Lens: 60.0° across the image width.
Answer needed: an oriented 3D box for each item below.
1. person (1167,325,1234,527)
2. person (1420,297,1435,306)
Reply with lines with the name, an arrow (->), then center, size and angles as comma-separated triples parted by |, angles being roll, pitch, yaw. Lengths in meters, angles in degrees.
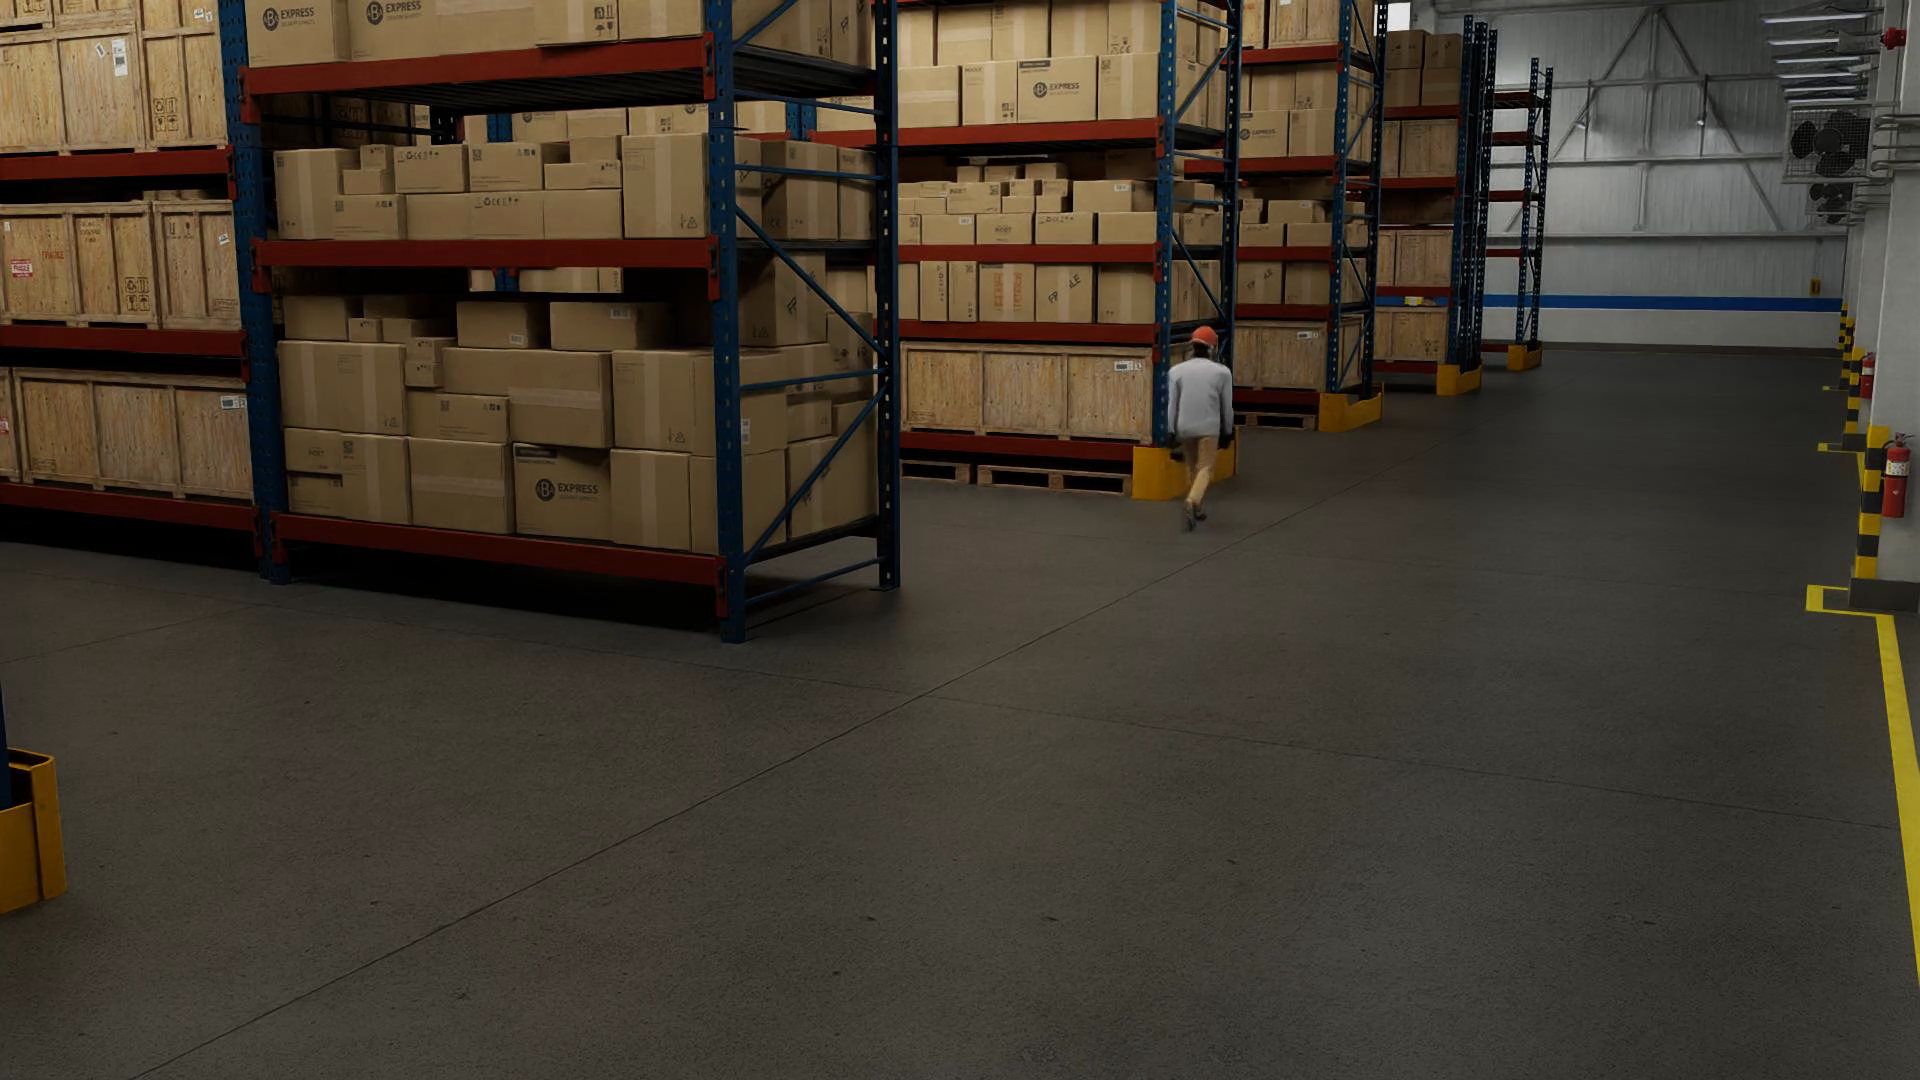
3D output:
person -> 2.031, -0.967, 14.188 | 0.569, 1.728, 0.721 | 5, 11, 25
person -> 9.315, -4.217, 33.253 | 0.310, 1.638, 0.523 | 8, 13, 40
